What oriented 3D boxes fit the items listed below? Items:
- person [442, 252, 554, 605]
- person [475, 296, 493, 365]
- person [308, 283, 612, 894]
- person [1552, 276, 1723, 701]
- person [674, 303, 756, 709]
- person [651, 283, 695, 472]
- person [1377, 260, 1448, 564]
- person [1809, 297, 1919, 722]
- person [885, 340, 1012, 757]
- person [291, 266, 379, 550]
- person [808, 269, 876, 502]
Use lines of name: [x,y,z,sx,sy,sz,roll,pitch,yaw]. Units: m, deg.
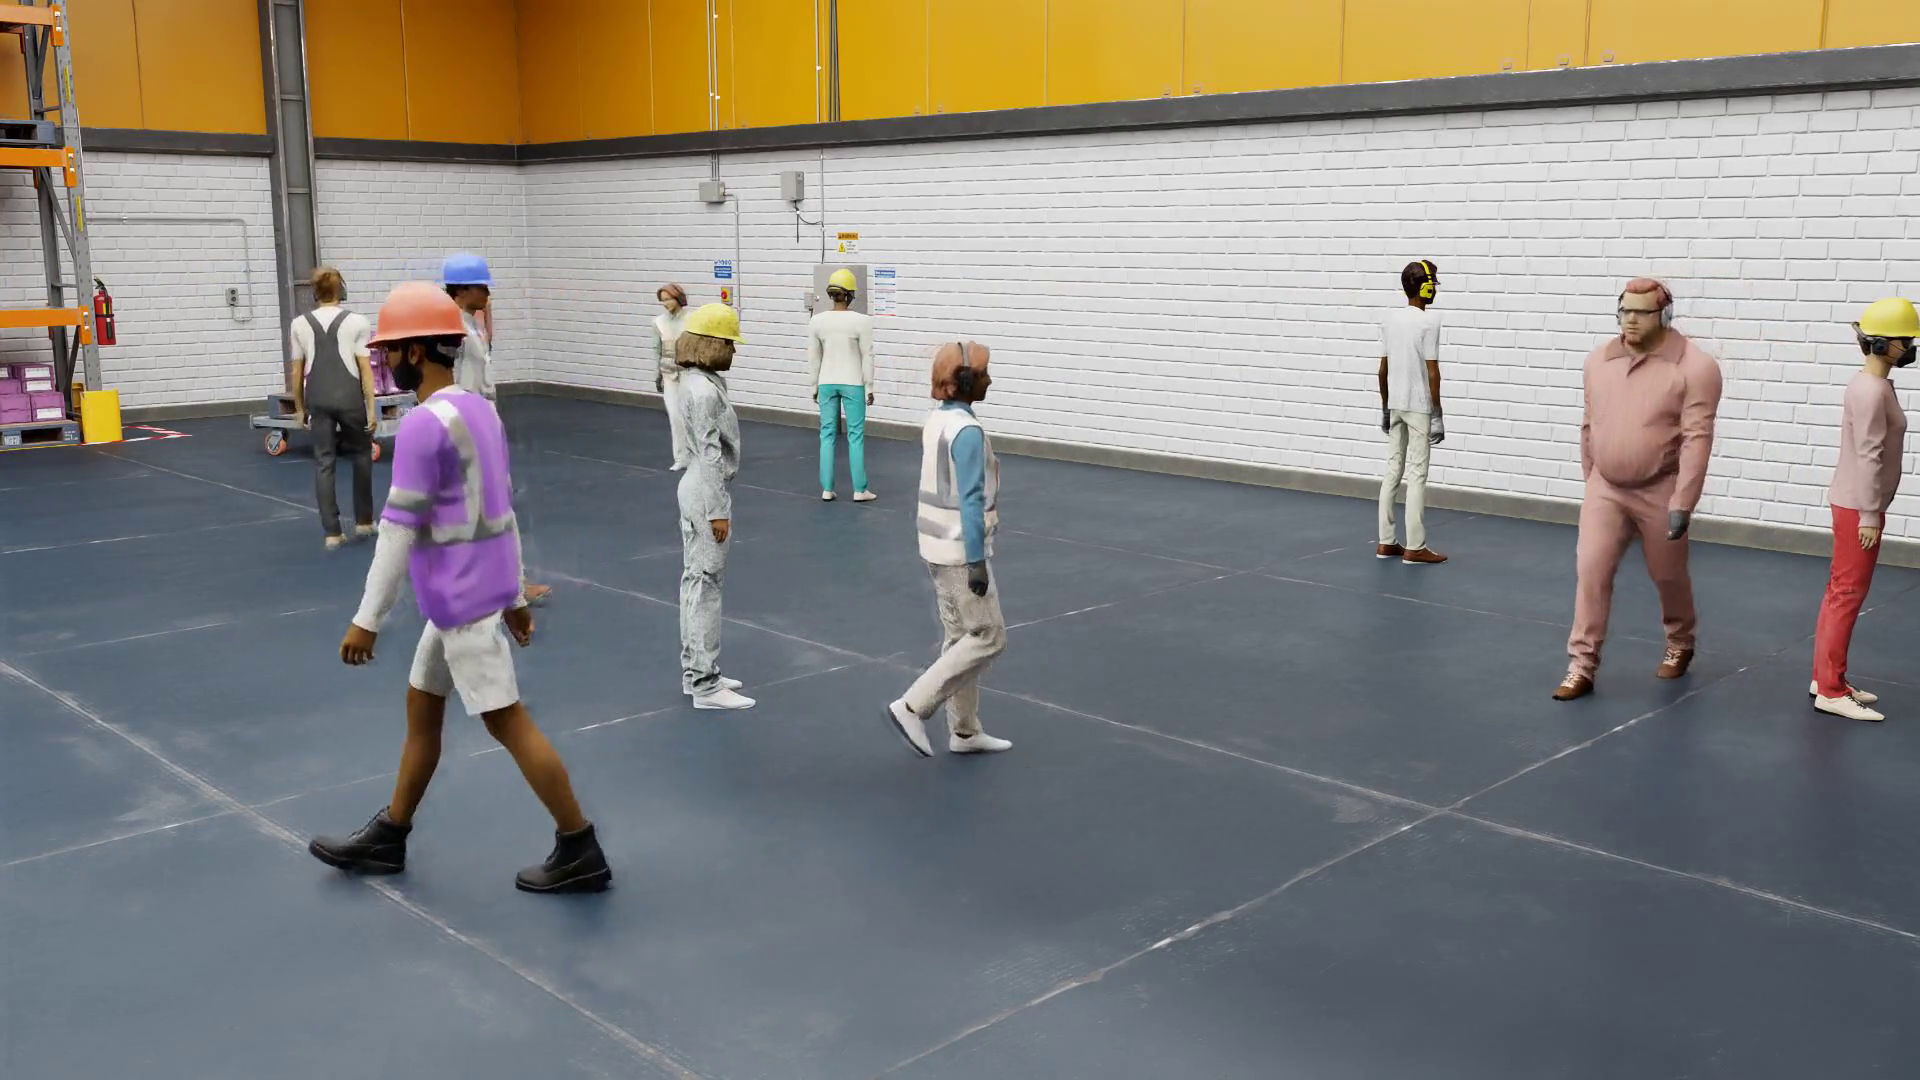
person: [-2.550,-0.588,9.053,0.786,1.922,0.638,-2,11,-10]
person: [-5.445,-2.184,18.559,0.515,1.636,0.314,-9,14,-41]
person: [-1.537,0.170,5.078,0.990,1.887,0.553,0,10,-1]
person: [3.050,-0.241,7.394,0.974,1.857,0.635,-10,14,-44]
person: [-1.059,-0.147,7.176,0.309,1.737,0.484,-3,11,-15]
person: [-2.381,-1.401,14.316,0.545,1.617,0.471,2,11,11]
person: [2.809,-0.785,10.319,0.328,1.862,0.520,-6,12,-28]
person: [3.835,-0.132,7.016,0.319,1.767,0.534,5,11,25]
person: [-0.026,0.057,6.344,0.439,1.626,0.530,-3,11,-14]
person: [-4.075,-0.875,10.912,0.532,1.813,0.774,-1,10,-6]
person: [-0.893,-1.165,12.647,0.526,1.769,0.328,3,11,17]
